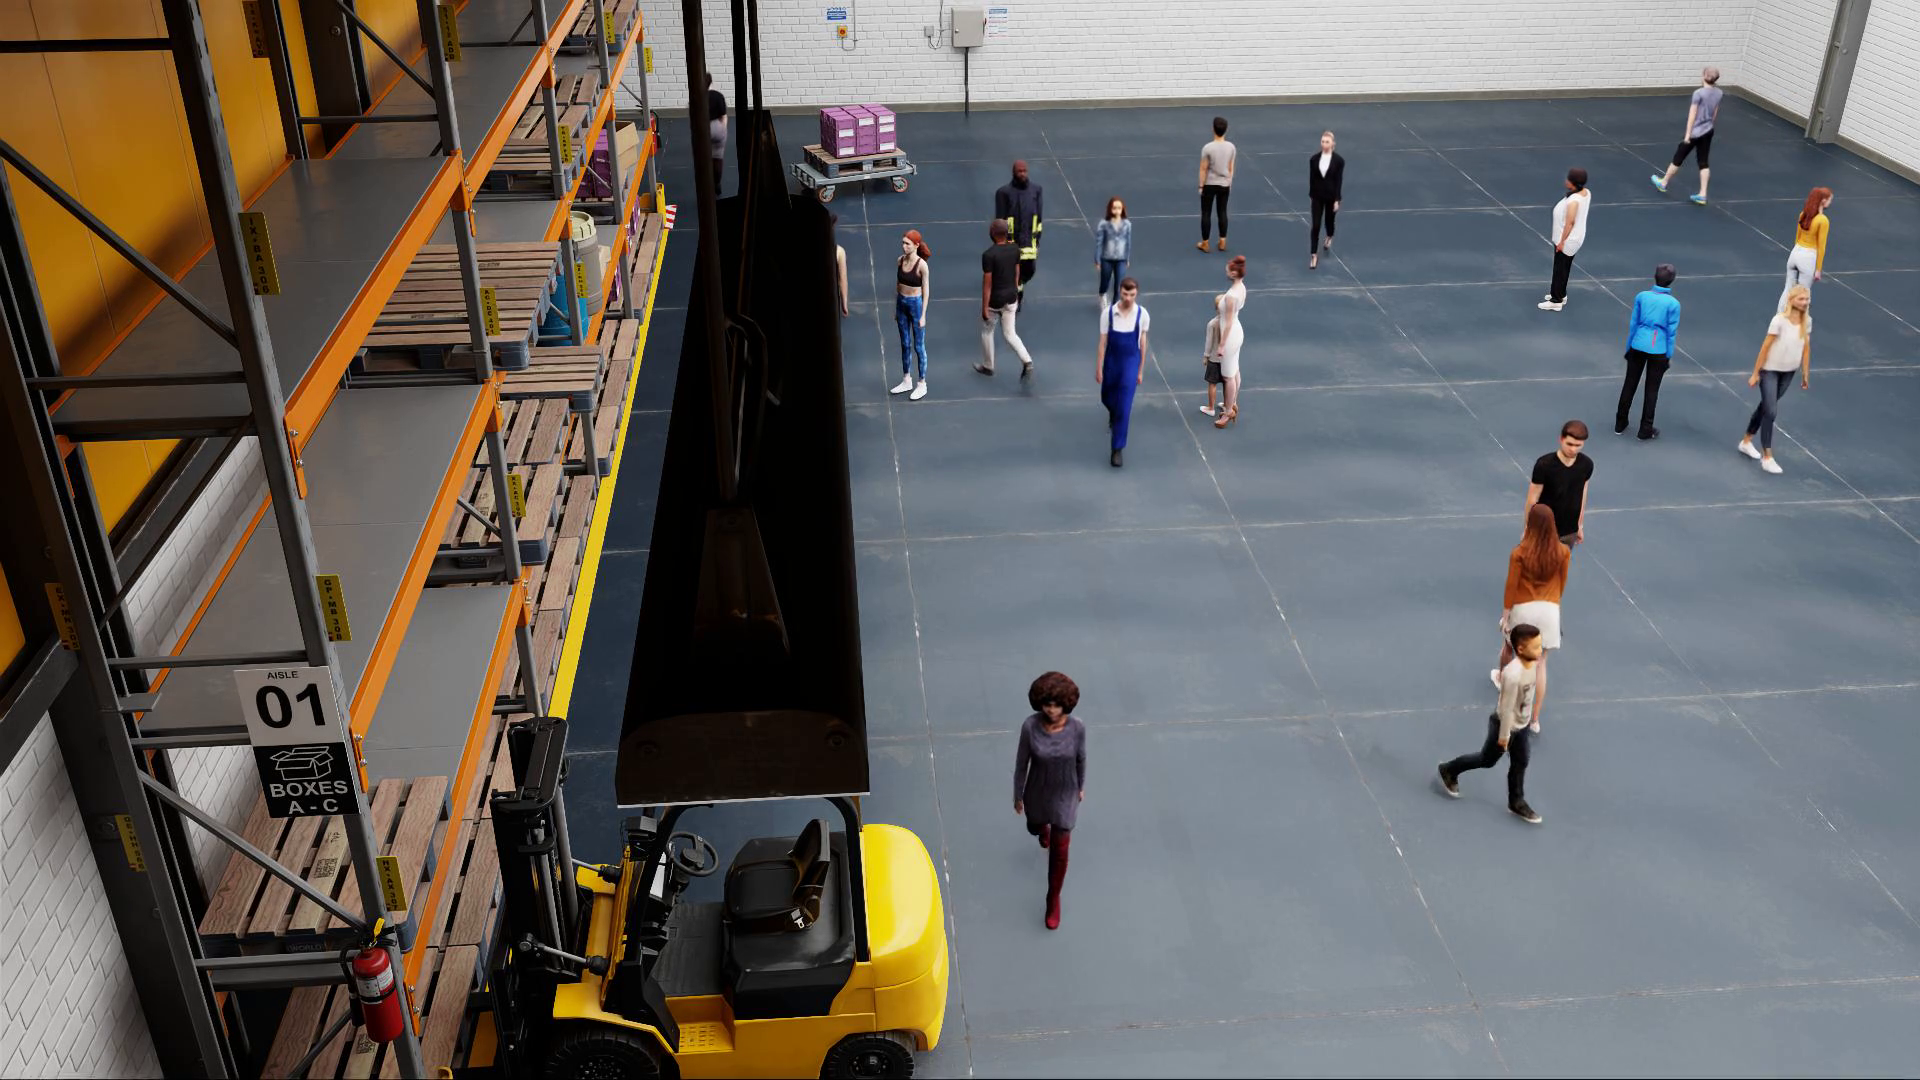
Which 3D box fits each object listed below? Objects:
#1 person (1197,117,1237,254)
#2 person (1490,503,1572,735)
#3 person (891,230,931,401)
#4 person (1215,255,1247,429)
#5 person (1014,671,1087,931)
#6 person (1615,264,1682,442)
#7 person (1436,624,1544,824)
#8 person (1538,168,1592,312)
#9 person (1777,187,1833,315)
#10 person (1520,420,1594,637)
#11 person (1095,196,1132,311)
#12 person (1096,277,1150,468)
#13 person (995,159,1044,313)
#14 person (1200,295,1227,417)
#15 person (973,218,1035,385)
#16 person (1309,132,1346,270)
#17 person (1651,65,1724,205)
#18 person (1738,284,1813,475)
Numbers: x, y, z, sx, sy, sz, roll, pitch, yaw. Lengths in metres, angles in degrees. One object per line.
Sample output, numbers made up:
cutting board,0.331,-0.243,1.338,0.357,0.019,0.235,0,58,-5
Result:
person,3.280,-4.556,21.330,0.599,1.717,0.519,-4,29,-7
person,4.141,0.590,11.941,0.761,1.674,1.158,3,29,6
person,-0.501,-2.338,17.194,0.692,1.785,0.750,20,35,33
person,2.698,-1.969,16.501,0.693,1.801,0.562,11,30,19
person,0.555,1.513,10.240,0.667,1.684,1.089,1,29,3
person,6.736,-1.848,16.287,0.683,1.792,0.759,25,37,38
person,3.593,1.191,11.082,1.021,1.443,0.947,23,36,36
person,7.109,-3.547,19.508,0.821,1.691,0.744,18,33,30
person,9.442,-3.099,18.625,0.690,1.750,0.574,-9,30,-16
person,4.635,-0.106,13.024,0.700,1.859,0.610,-5,29,-9
person,1.756,-3.244,19.201,0.590,1.454,0.939,-4,29,-7
person,1.552,-1.680,15.947,0.779,1.823,1.215,3,29,5
person,0.654,-3.602,19.489,0.799,1.806,0.960,-6,29,-11
person,2.644,-1.885,16.893,0.566,1.277,0.590,-11,30,-19
person,0.474,-2.461,17.425,1.033,1.779,1.200,-21,35,-33
person,4.600,-4.269,20.855,0.918,1.668,1.169,11,30,19
person,10.309,-5.574,23.071,0.876,1.838,1.252,-9,30,-16
person,7.708,-1.600,15.838,0.750,1.788,0.978,-8,30,-14
